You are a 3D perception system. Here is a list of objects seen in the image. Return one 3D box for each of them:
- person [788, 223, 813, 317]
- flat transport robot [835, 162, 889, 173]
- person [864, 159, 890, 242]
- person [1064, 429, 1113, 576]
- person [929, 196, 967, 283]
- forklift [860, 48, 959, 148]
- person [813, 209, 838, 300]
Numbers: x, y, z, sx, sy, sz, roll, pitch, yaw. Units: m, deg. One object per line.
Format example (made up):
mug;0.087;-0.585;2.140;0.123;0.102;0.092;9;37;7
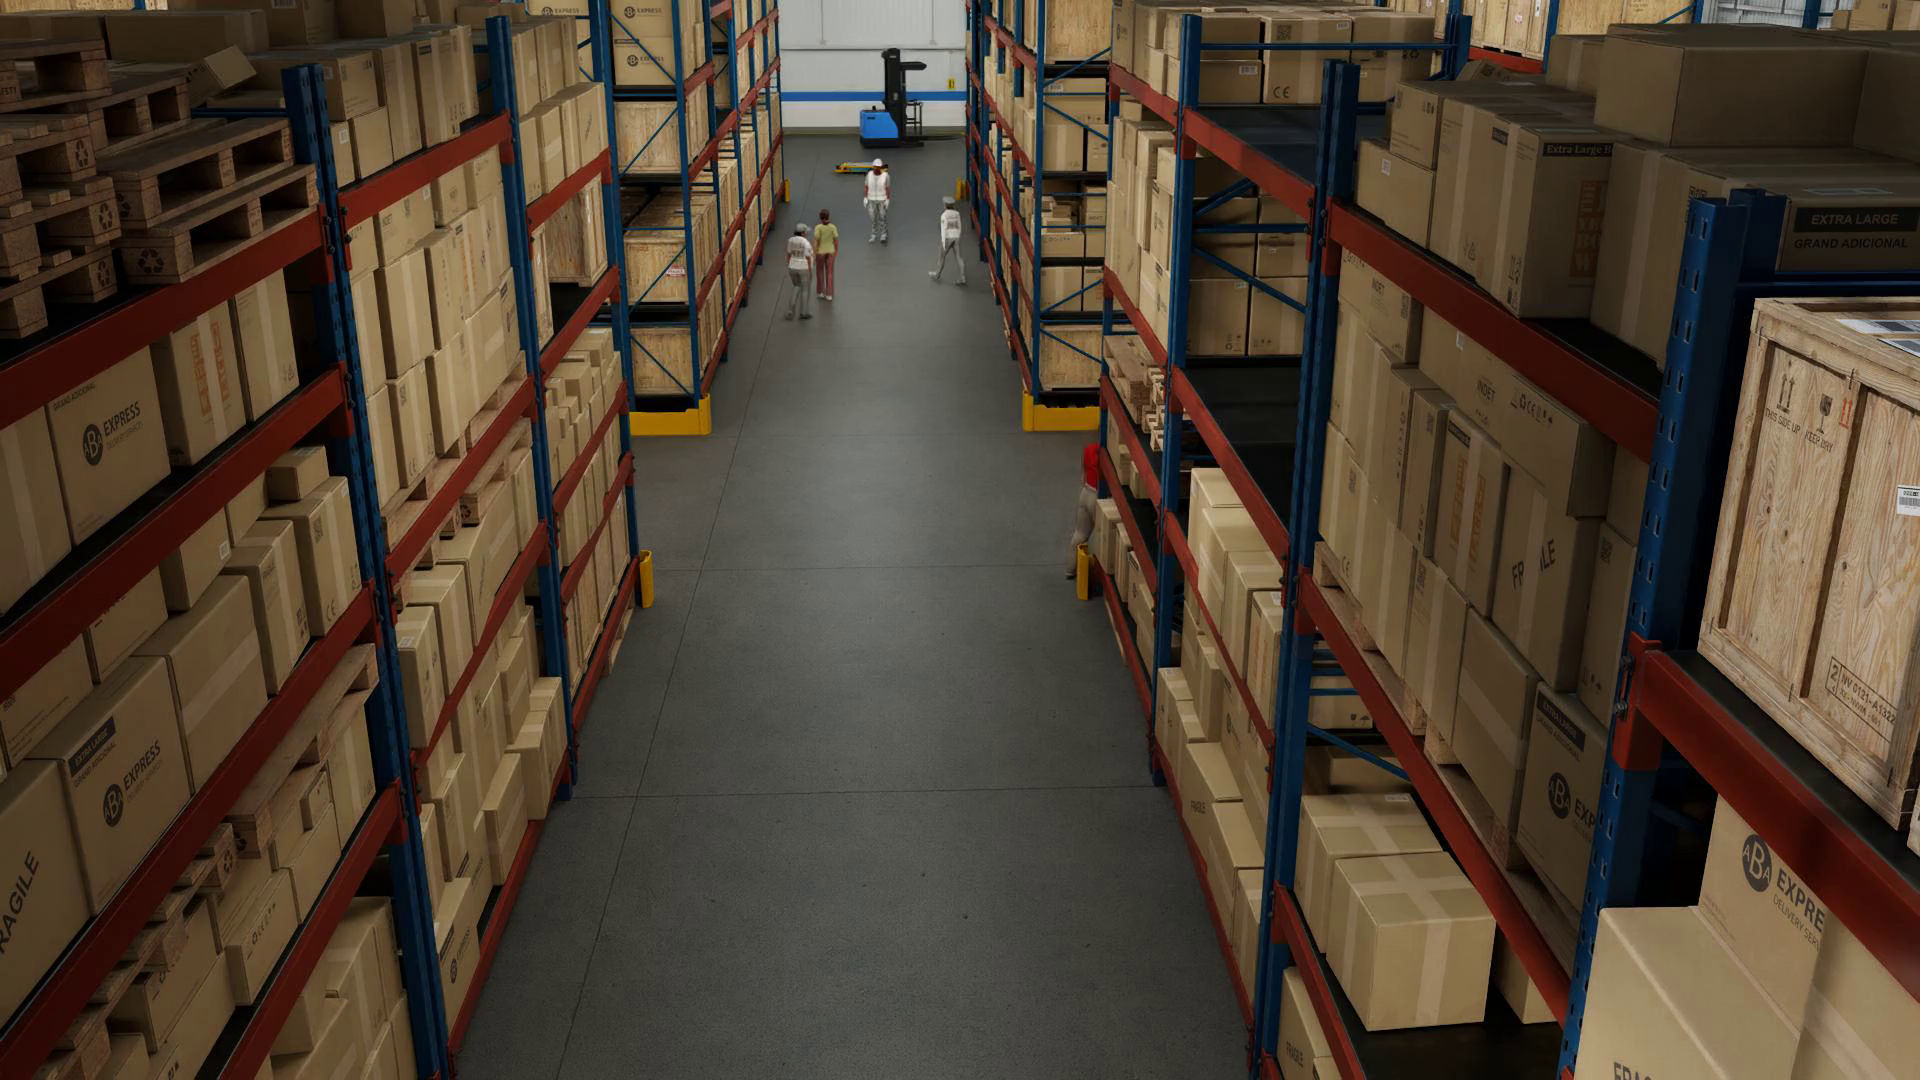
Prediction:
person;-2.814;-4.775;29.413;0.492;1.659;0.432;13;24;31
flat transport robot;-2.746;-10.421;46.649;1.431;0.255;0.659;2;21;6
person;-1.813;-7.420;36.314;0.578;1.789;0.428;3;21;7
person;1.426;-0.394;17.627;0.571;1.723;0.561;-9;22;-24
person;-0.206;-5.848;32.305;0.534;1.637;0.954;-13;24;-32
forklift;-1.575;-13.761;51.711;3.031;2.941;1.121;-4;21;-11
person;-2.515;-5.308;30.806;0.527;1.650;0.790;-4;21;-11
